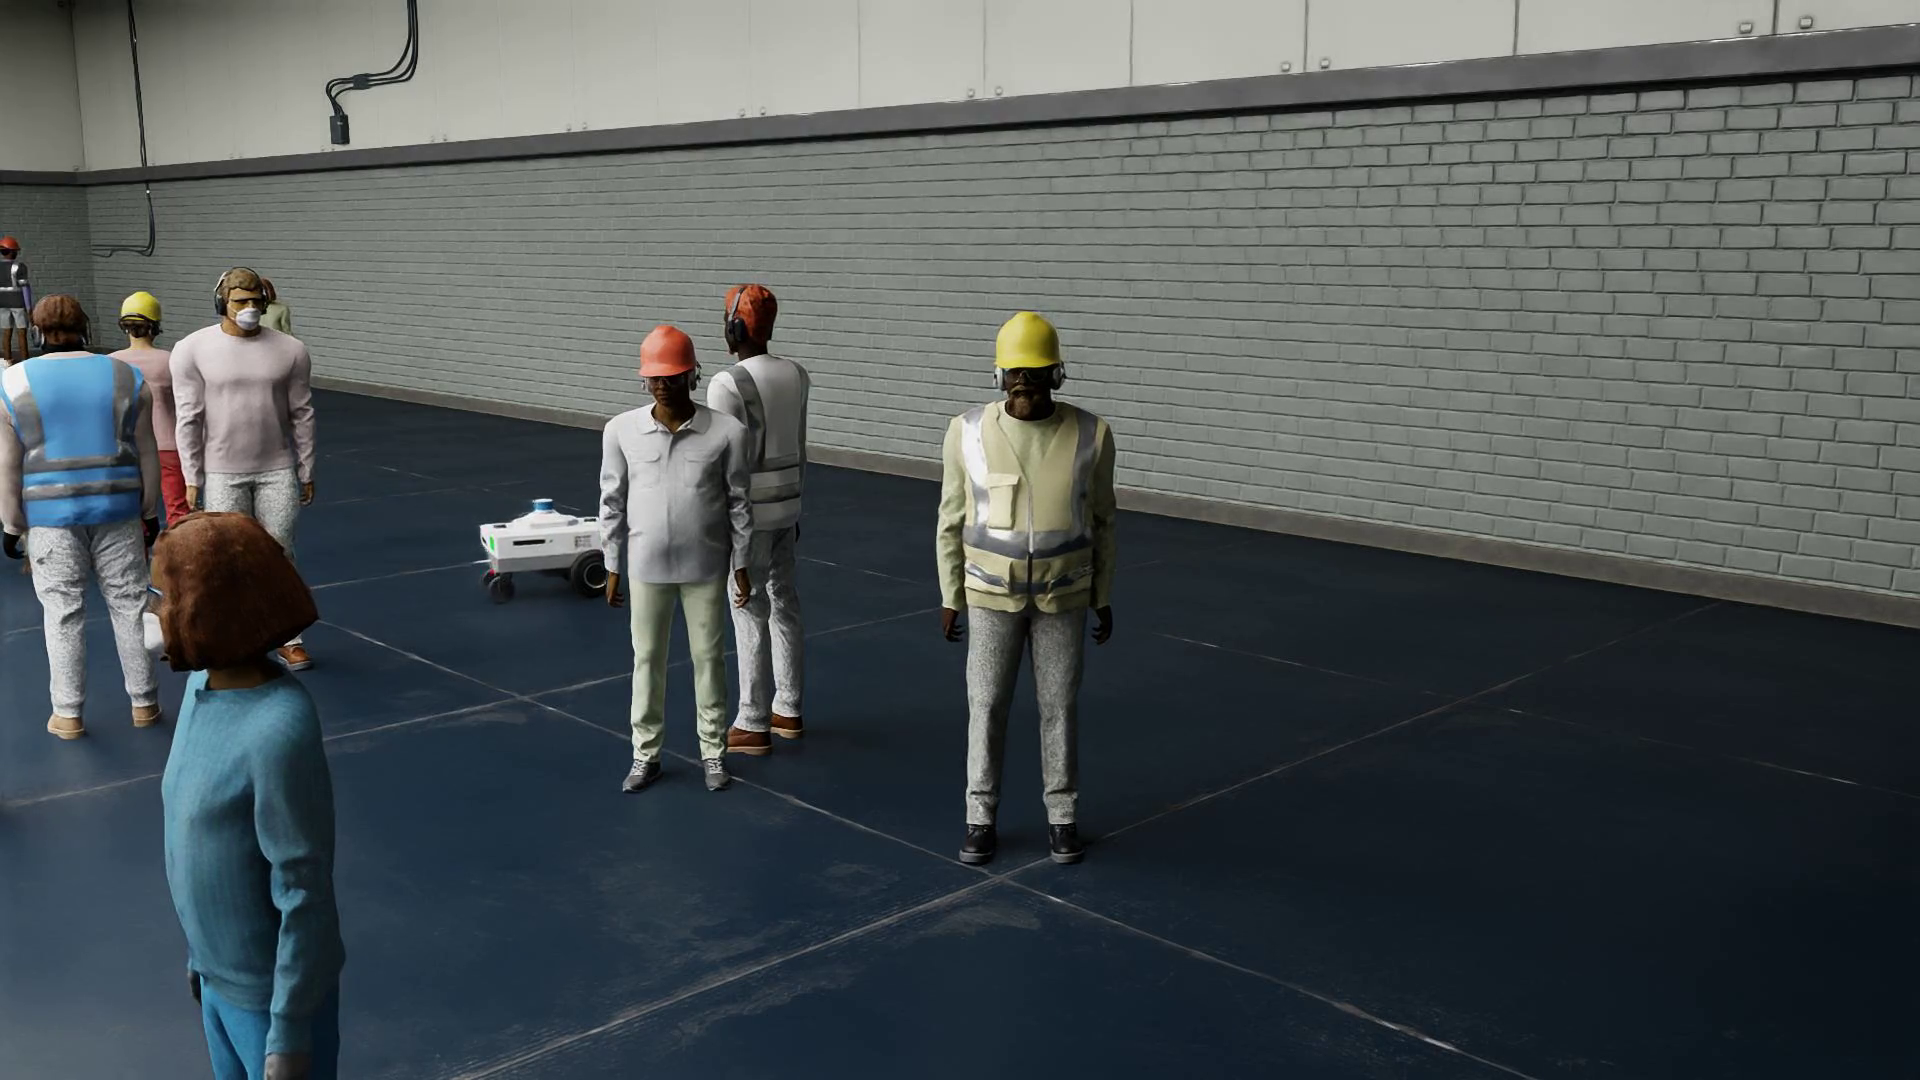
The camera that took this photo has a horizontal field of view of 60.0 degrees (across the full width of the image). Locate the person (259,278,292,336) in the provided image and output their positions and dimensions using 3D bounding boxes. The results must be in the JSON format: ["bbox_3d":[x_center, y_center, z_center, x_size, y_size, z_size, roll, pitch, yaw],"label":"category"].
[{"bbox_3d":[-7.706,-2.114,18.548,0.506,1.614,0.664,-3,11,-15],"label":"person"}]

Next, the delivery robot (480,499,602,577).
[{"bbox_3d":[-2.395,0.006,9.613,0.707,0.478,0.477,-5,11,-24],"label":"delivery robot"}]

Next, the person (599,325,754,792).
[{"bbox_3d":[-1.054,0.080,6.191,0.572,1.749,0.343,-1,10,-4],"label":"person"}]

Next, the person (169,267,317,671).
[{"bbox_3d":[-3.354,-0.315,7.869,0.625,1.933,0.375,-7,13,-35],"label":"person"}]

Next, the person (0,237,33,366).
[{"bbox_3d":[-14.369,-3.562,25.260,0.607,2.045,0.390,2,10,8],"label":"person"}]

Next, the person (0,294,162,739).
[{"bbox_3d":[-3.652,-0.095,6.916,0.621,1.841,0.429,-7,13,-34],"label":"person"}]

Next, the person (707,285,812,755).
[{"bbox_3d":[-0.823,-0.077,6.699,0.355,1.882,0.576,6,12,29],"label":"person"}]

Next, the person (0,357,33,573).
[{"bbox_3d":[-5.977,-0.589,10.226,0.568,1.601,0.376,4,11,22],"label":"person"}]

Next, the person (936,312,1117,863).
[{"bbox_3d":[0.222,0.168,5.496,0.601,1.831,0.404,0,10,0],"label":"person"}]

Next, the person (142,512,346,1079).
[{"bbox_3d":[-1.198,0.759,2.820,0.280,1.633,0.500,-9,14,-40],"label":"person"}]

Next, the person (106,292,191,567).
[{"bbox_3d":[-4.485,-0.485,9.239,0.525,1.769,0.316,-3,11,-14],"label":"person"}]
